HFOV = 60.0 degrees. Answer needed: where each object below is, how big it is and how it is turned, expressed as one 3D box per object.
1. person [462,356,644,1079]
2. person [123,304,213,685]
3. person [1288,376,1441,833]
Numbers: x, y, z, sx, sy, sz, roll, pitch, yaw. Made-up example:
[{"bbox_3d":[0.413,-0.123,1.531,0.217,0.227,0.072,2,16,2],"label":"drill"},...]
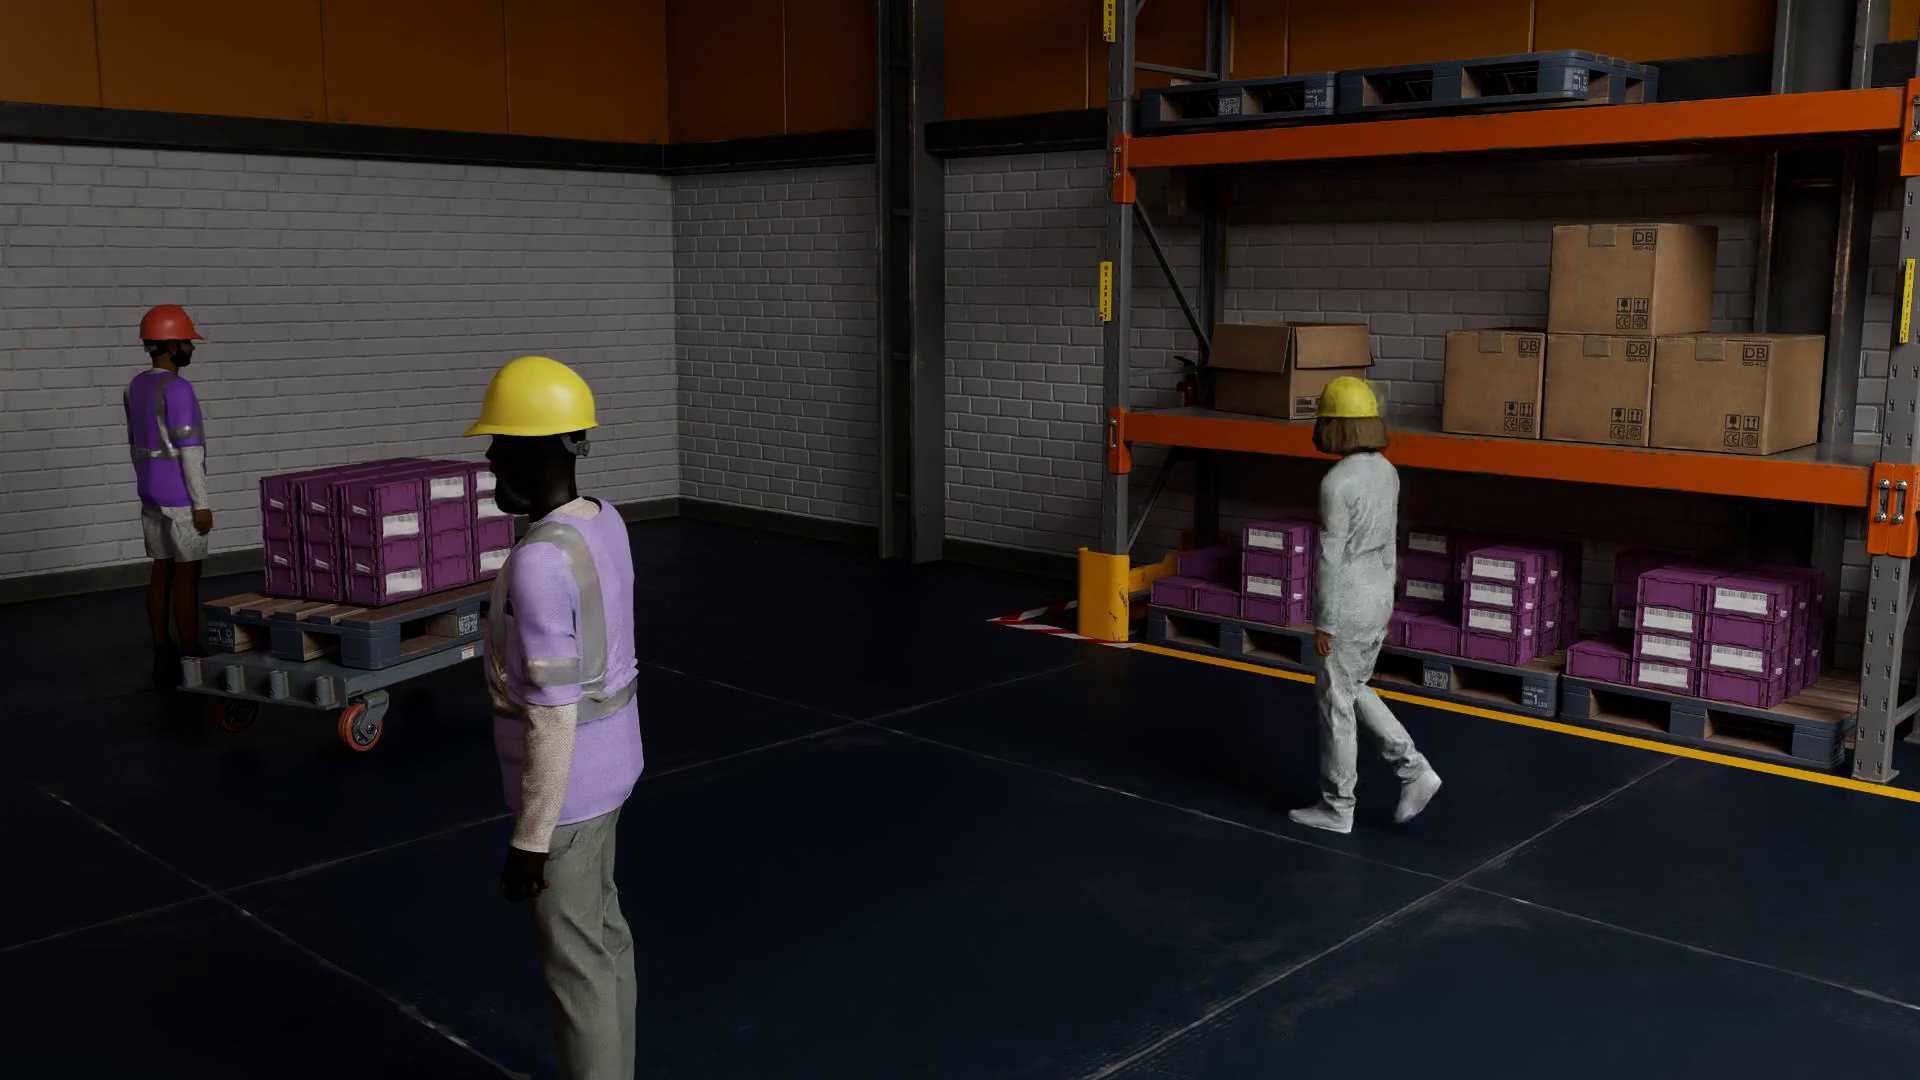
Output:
[{"bbox_3d":[-0.913,0.550,3.789,0.363,1.928,0.587,0,9,-1],"label":"person"},{"bbox_3d":[-4.013,-0.230,8.535,0.542,1.939,0.364,7,11,36],"label":"person"},{"bbox_3d":[1.494,0.261,6.156,0.480,1.726,0.499,8,12,41],"label":"person"}]
